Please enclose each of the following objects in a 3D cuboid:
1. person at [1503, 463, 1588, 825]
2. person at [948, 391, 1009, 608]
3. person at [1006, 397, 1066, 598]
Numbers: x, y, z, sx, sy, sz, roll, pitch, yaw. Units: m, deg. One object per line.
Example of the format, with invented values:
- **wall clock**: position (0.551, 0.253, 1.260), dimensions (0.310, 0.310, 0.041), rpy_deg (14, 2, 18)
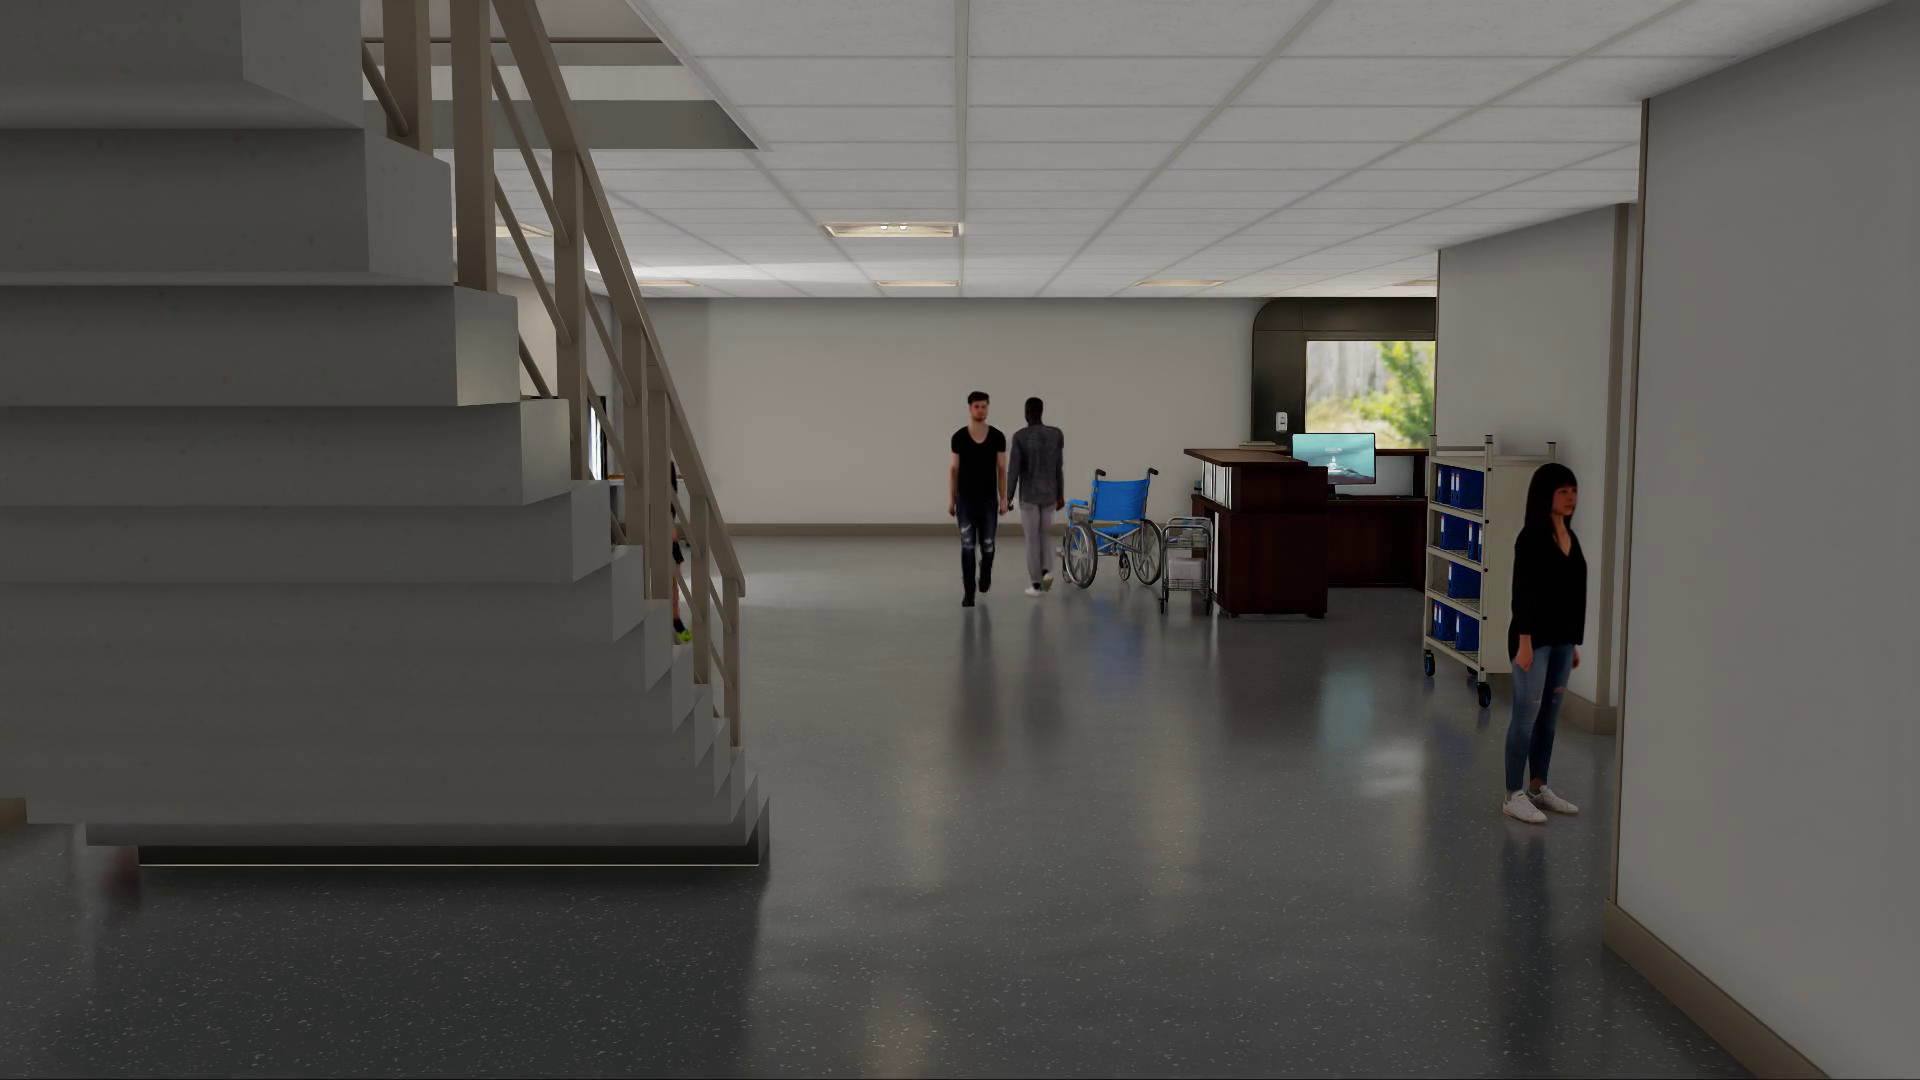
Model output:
- **person**: position (2.702, 0.461, 7.709), dimensions (0.658, 1.646, 0.691), rpy_deg (-4, 7, -36)
- **person**: position (0.156, -0.358, 14.689), dimensions (0.687, 1.877, 1.050), rpy_deg (0, 6, 2)
- **person**: position (0.751, -0.383, 15.192), dimensions (0.804, 1.825, 0.795), rpy_deg (-2, 6, -23)
